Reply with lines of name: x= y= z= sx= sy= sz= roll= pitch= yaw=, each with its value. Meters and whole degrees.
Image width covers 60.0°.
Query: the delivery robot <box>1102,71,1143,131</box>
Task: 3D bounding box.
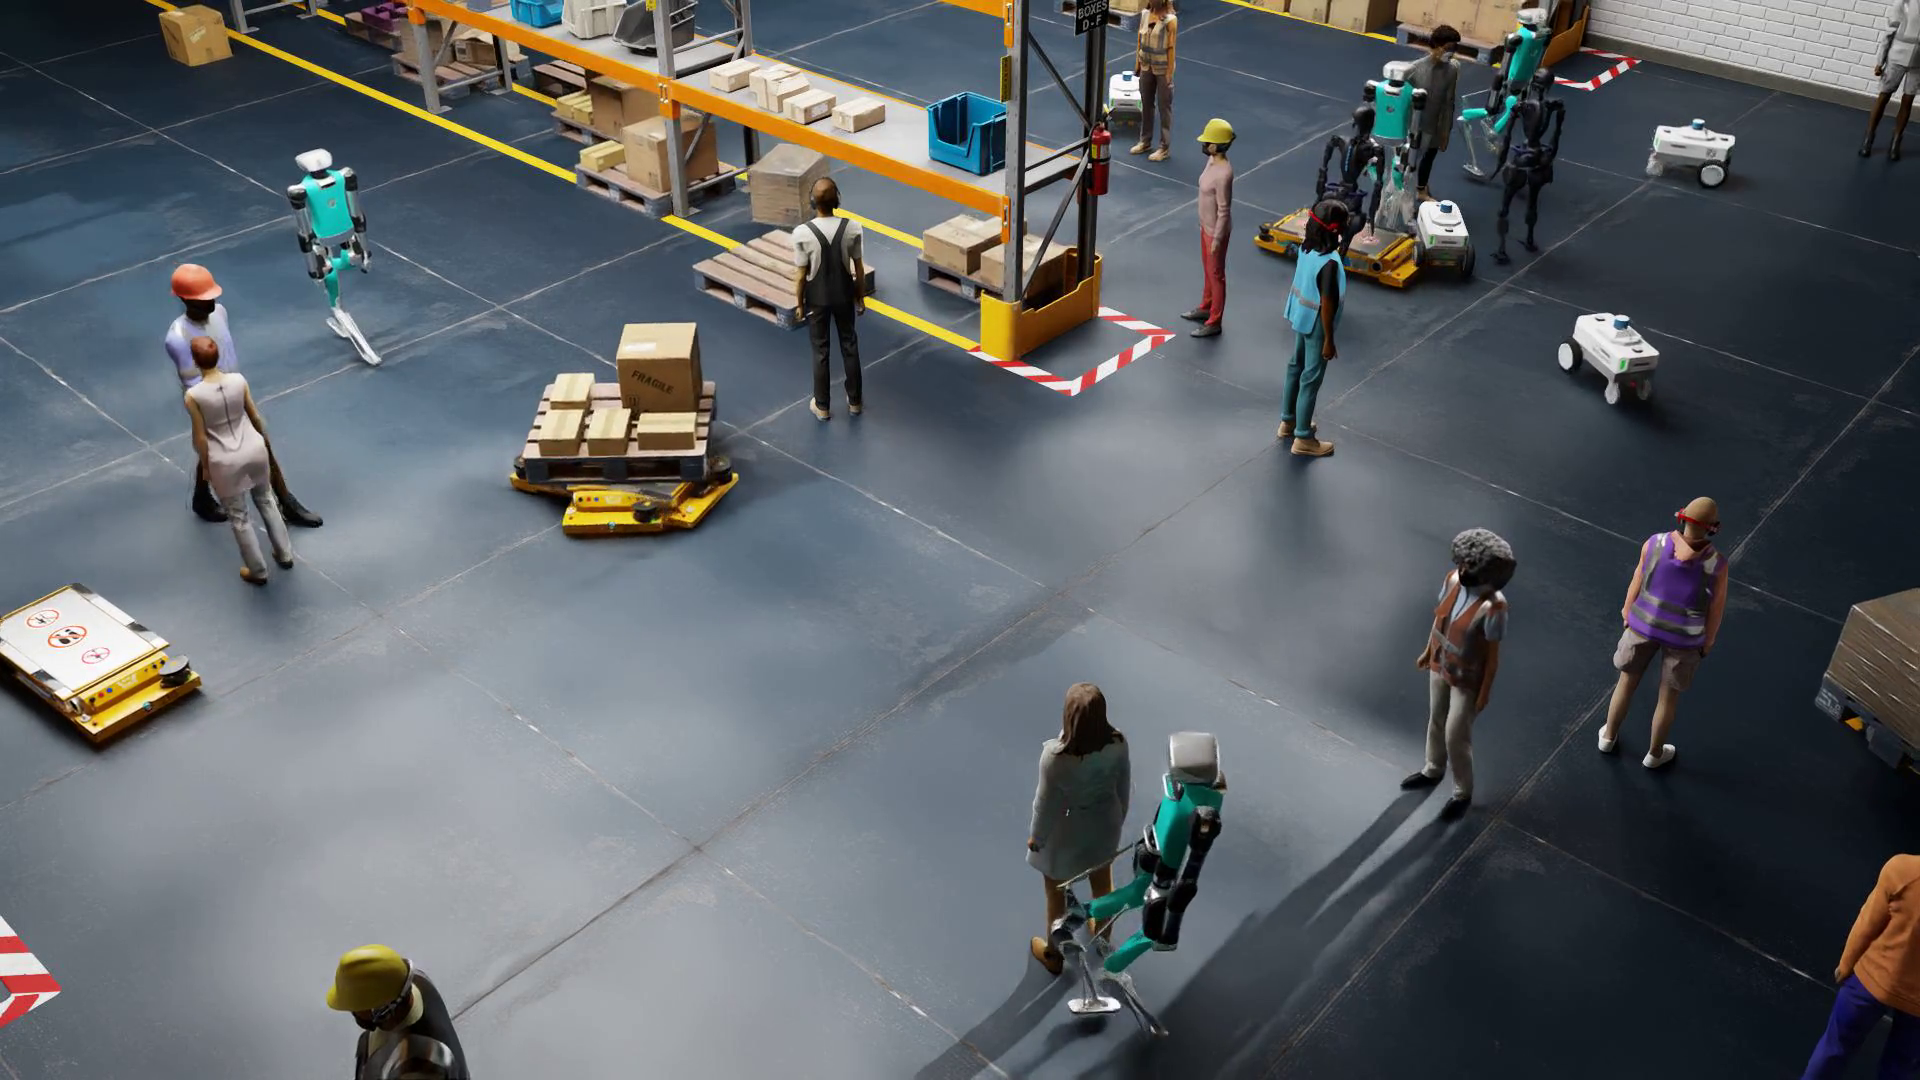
delivery robot: x=1.716 y=-4.504 z=17.077 sx=0.525 sy=0.587 sz=0.750 roll=2 pitch=35 yaw=3

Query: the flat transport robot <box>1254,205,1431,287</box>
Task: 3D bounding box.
flat transport robot: x=3.364 y=-2.582 z=14.551 sx=1.431 sy=0.231 sz=0.659 roll=24 pitch=41 yaw=30

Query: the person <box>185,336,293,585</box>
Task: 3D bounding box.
person: x=-4.486 y=-0.491 z=10.315 sx=0.362 sy=1.638 sz=0.437 roll=27 pitch=43 yaw=33

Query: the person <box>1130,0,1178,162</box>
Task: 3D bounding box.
person: x=1.878 y=-4.553 z=16.087 sx=0.342 sy=1.768 sz=0.454 roll=-29 pitch=44 yaw=-35

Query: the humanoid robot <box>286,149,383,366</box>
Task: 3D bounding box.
humanoid robot: x=-4.880 y=-2.211 z=12.759 sx=1.041 sy=1.759 sz=0.543 roll=29 pitch=44 yaw=35

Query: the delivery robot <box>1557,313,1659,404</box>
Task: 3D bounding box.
delivery robot: x=4.950 y=-1.432 z=12.639 sx=0.499 sy=0.601 sz=0.775 roll=-8 pitch=35 yaw=-11

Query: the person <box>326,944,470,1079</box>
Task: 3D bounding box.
person: x=-2.033 y=2.184 z=6.285 sx=0.403 sy=1.818 sz=0.597 roll=-14 pitch=37 yaw=-19

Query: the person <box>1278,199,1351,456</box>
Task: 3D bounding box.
person: x=2.458 y=-1.474 z=11.540 sx=0.390 sy=1.866 sz=0.530 roll=-6 pitch=35 yaw=-9

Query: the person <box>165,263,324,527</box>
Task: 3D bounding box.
person: x=-4.771 y=-0.907 z=10.706 sx=0.932 sy=1.899 sz=0.549 roll=10 pitch=36 yaw=14

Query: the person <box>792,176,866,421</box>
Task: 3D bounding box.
person: x=-0.926 y=-1.717 z=11.911 sx=0.512 sy=1.843 sz=0.327 roll=-10 pitch=36 yaw=-14

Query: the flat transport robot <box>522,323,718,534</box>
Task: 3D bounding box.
flat transport robot: x=-2.322 y=-0.514 z=11.554 sx=0.659 sy=0.231 sz=1.431 roll=-1 pitch=35 yaw=-1

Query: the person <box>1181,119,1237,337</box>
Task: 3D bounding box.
person: x=1.967 y=-2.441 z=13.027 sx=0.323 sy=1.769 sz=0.523 roll=-2 pitch=35 yaw=-2

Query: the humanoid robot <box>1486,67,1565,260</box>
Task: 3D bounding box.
humanoid robot: x=4.858 y=-3.204 z=14.226 sx=0.601 sy=1.643 sz=0.404 roll=-8 pitch=35 yaw=-11

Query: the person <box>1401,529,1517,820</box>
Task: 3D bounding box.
person: x=2.584 y=0.680 z=8.582 sx=0.305 sy=1.682 sz=0.480 roll=-13 pitch=37 yaw=-19

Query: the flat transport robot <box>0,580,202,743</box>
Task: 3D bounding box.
flat transport robot: x=-5.189 y=0.682 z=9.822 sx=1.431 sy=0.231 sz=0.659 roll=24 pitch=41 yaw=30

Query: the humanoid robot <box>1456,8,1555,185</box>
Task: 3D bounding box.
humanoid robot: x=5.019 y=-4.120 z=15.468 sx=0.540 sy=1.726 sz=0.982 roll=-18 pitch=38 yaw=-24

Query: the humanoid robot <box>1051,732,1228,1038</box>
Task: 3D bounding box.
humanoid robot: x=0.681 y=1.572 z=7.260 sx=0.834 sy=1.784 sz=0.569 roll=-2 pitch=35 yaw=-3

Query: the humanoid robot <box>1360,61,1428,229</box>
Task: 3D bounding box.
humanoid robot: x=3.708 y=-3.277 z=14.312 sx=0.533 sy=1.827 sz=0.754 roll=16 pitch=38 yaw=22

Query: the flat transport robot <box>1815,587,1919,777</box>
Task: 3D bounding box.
flat transport robot: x=5.516 y=1.172 z=9.112 sx=0.659 sy=0.231 sz=1.431 roll=-12 pitch=36 yaw=-17

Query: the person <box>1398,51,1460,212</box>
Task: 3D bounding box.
person: x=4.249 y=-3.797 z=15.061 sx=0.534 sy=1.693 sz=0.321 roll=-18 pitch=39 yaw=-25

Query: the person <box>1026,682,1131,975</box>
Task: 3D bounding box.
person: x=0.541 y=1.321 z=7.669 sx=0.495 sy=1.659 sz=0.335 roll=-13 pitch=37 yaw=-19

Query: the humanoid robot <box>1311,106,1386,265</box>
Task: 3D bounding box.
humanoid robot: x=3.093 y=-2.692 z=13.478 sx=0.587 sy=1.634 sz=0.480 roll=21 pitch=40 yaw=28

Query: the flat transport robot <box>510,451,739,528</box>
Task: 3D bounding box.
flat transport robot: x=-2.316 y=-0.455 z=11.469 sx=1.431 sy=0.231 sz=0.659 roll=13 pitch=37 yaw=18

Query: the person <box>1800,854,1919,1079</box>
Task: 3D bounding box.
person: x=3.840 y=1.784 z=6.731 sx=0.517 sy=1.974 sz=0.398 roll=19 pitch=39 yaw=25

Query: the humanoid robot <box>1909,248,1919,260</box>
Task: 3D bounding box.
humanoid robot: x=8.507 y=-3.033 z=13.996 sx=0.588 sy=1.639 sz=0.728 roll=-1 pitch=35 yaw=-1

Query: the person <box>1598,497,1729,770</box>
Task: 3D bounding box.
person: x=3.744 y=0.500 z=8.832 sx=0.481 sy=1.694 sz=0.346 roll=22 pitch=40 yaw=29

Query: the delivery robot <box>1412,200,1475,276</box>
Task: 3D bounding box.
delivery robot: x=4.164 y=-2.642 z=14.374 sx=0.499 sy=0.581 sz=0.774 roll=3 pitch=35 yaw=4

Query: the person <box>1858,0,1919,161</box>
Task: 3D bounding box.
person: x=9.161 y=-4.633 z=16.070 sx=0.546 sy=1.926 sz=0.388 roll=12 pitch=37 yaw=17

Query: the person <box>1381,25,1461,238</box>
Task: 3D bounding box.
person: x=4.049 y=-3.616 z=14.661 sx=0.583 sy=1.839 sz=0.985 roll=-7 pitch=35 yaw=-10

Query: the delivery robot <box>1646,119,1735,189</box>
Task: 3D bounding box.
delivery robot: x=7.037 y=-3.729 z=15.967 sx=0.801 sy=0.600 sz=0.499 roll=14 pitch=37 yaw=20
